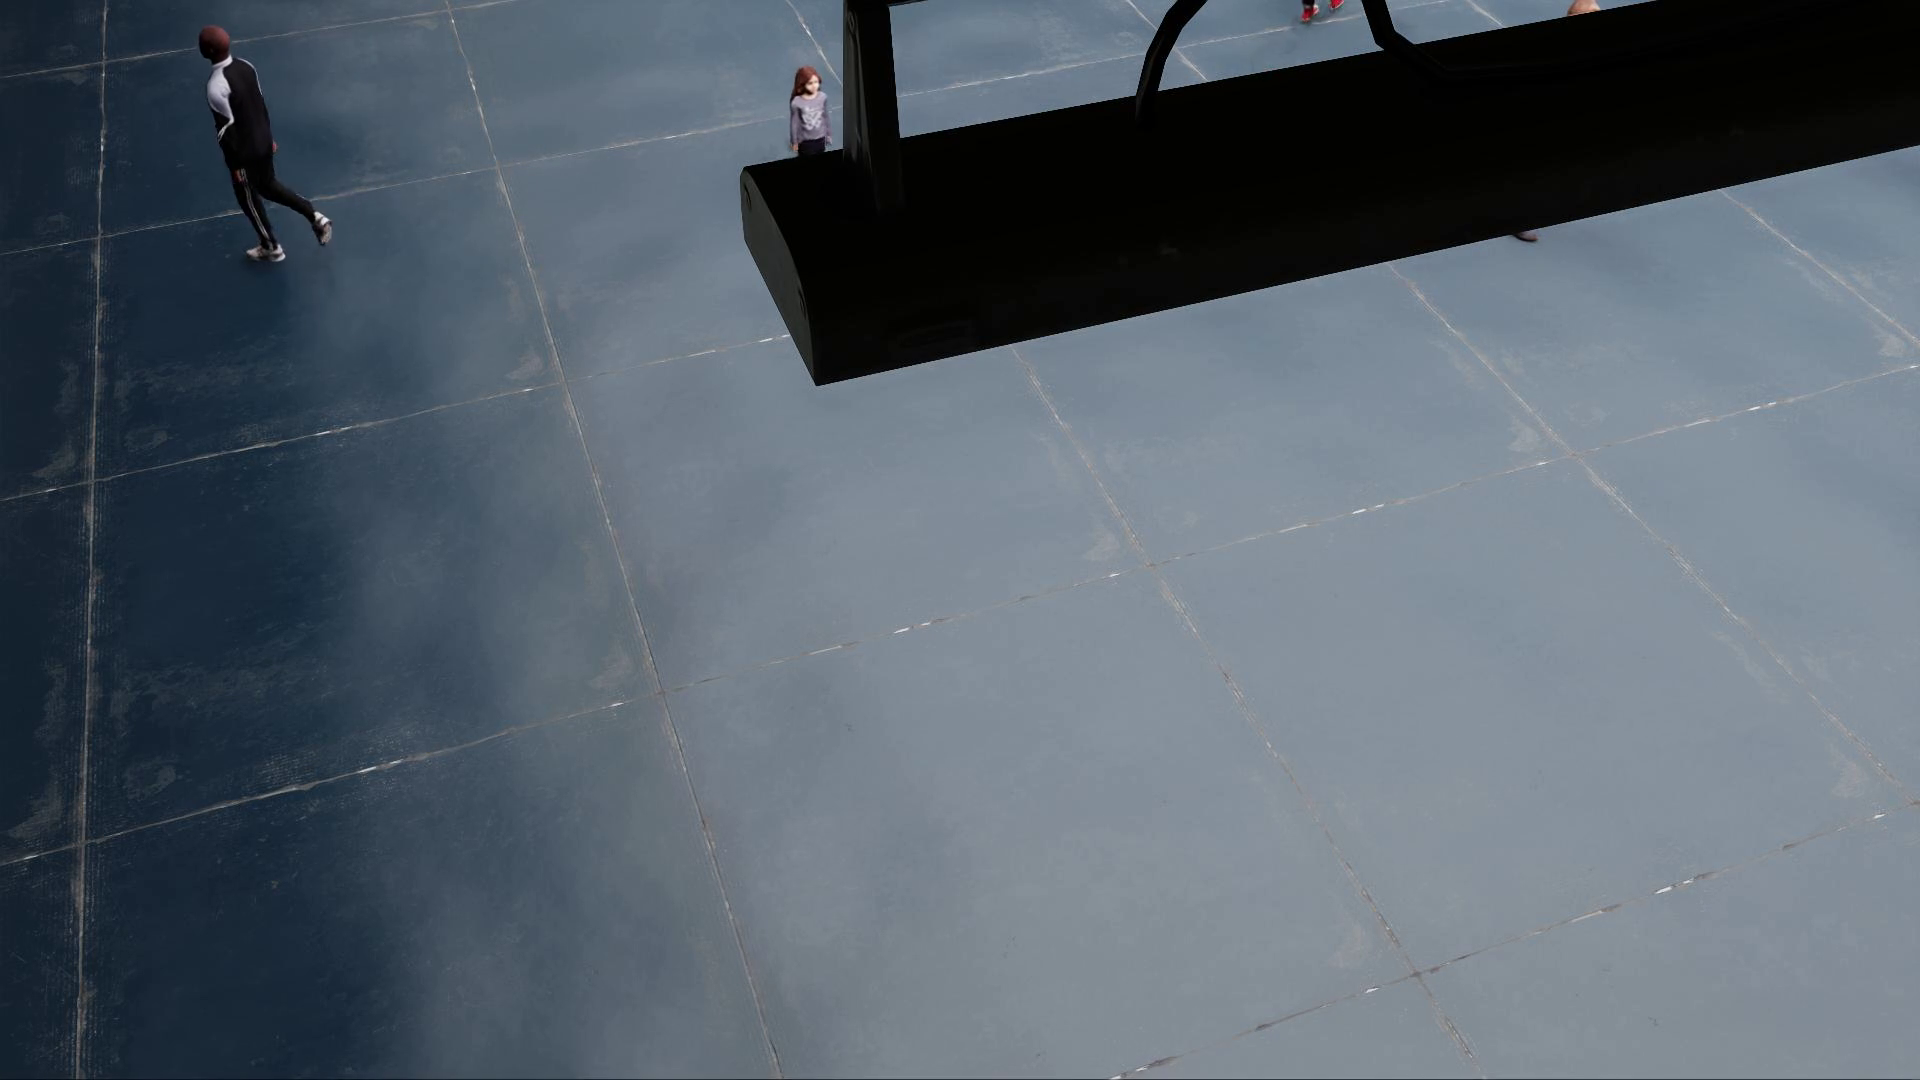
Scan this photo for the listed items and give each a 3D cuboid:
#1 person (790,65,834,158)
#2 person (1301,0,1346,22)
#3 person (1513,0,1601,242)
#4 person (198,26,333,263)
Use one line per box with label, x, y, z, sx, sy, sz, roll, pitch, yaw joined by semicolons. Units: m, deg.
person;-1.165;-3.128;12.695;0.532;1.100;0.548;-24;48;-24
person;3.223;-5.429;14.688;0.958;1.744;0.998;23;48;23
person;4.298;-3.092;12.134;0.804;1.813;0.780;25;48;24
person;-4.963;-2.773;11.797;0.993;1.808;0.993;7;44;8
